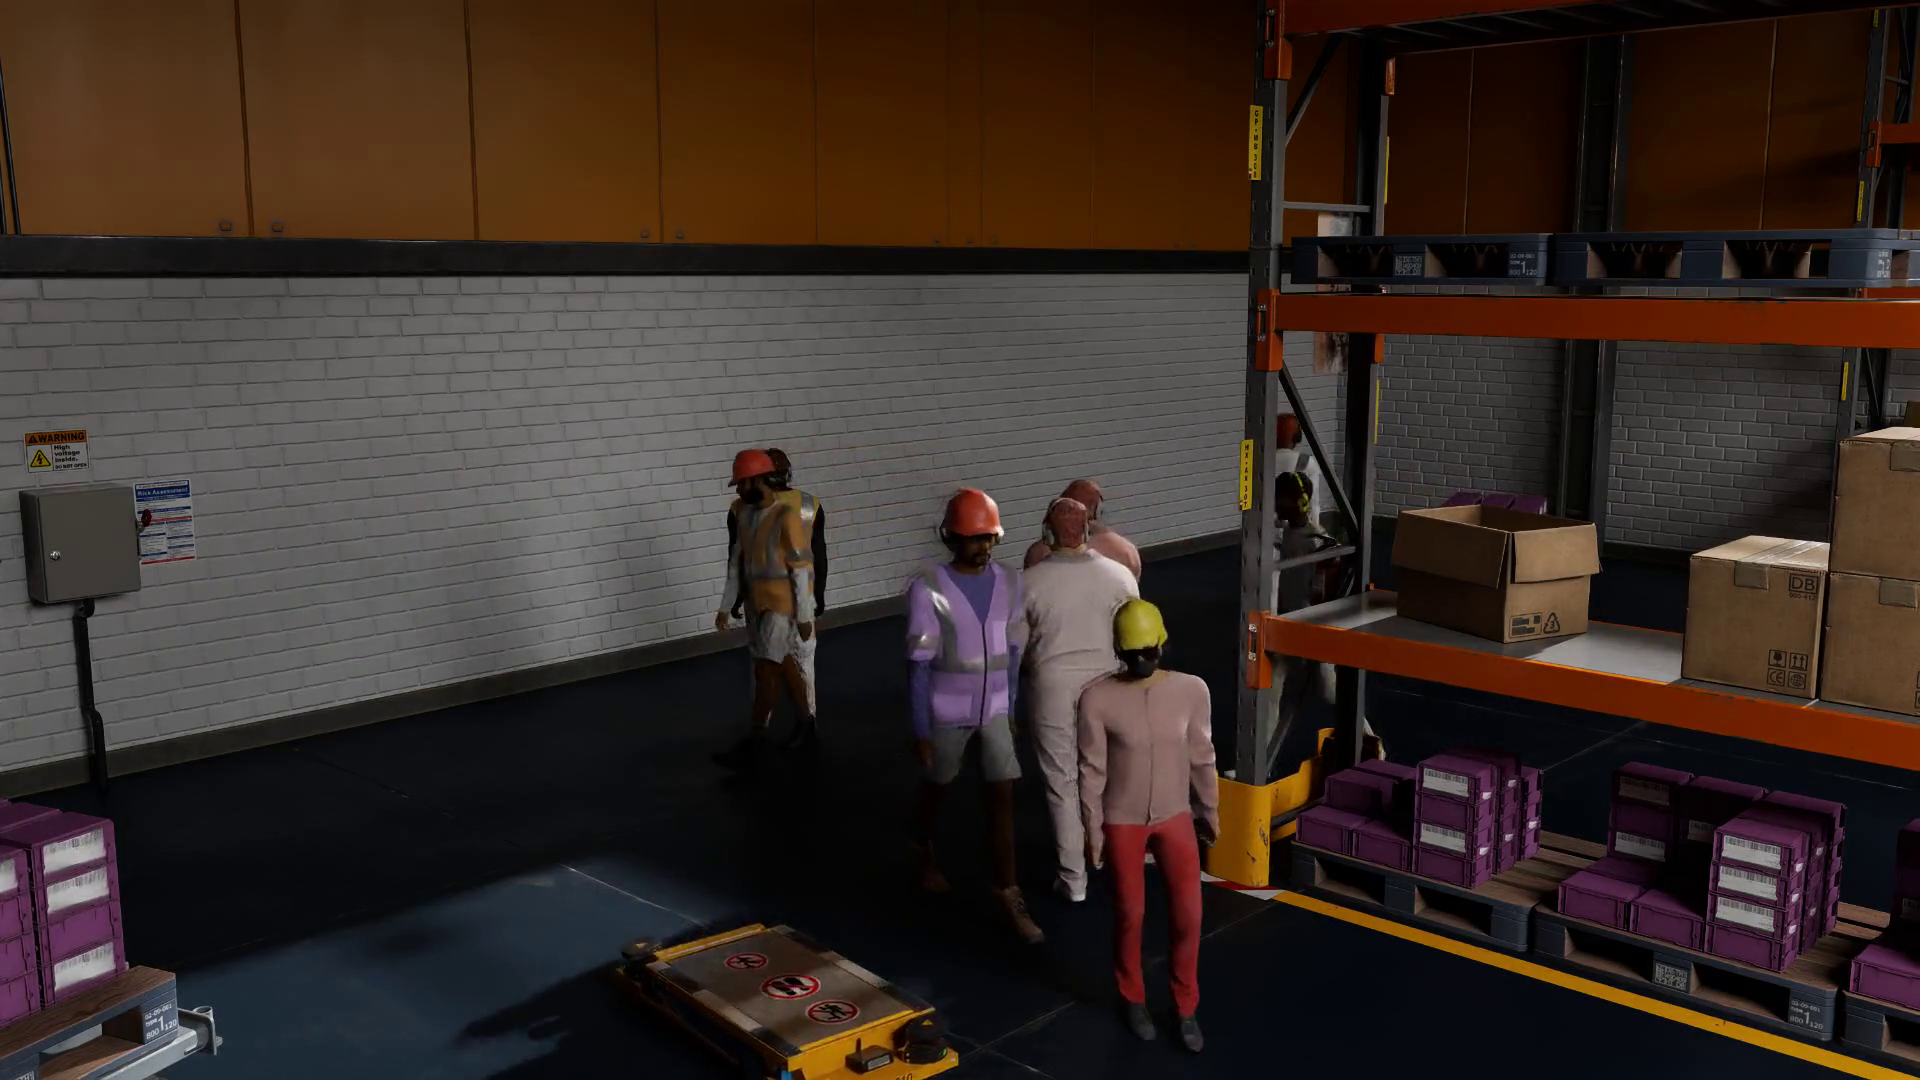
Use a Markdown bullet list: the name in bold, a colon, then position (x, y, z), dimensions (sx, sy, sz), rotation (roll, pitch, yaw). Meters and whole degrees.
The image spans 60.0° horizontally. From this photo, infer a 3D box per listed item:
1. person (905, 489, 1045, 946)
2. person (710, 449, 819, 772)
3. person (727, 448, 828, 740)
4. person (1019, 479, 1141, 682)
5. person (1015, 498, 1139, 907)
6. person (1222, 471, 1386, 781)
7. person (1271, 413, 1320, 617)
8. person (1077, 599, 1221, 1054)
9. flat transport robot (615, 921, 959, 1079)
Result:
- **person**: position (0.021, 0.749, 7.499), dimensions (0.631, 1.989, 1.071), rotation (-5, 11, -28)
- **person**: position (-1.198, 0.408, 9.909), dimensions (0.949, 1.875, 0.555), rotation (-7, 12, -38)
- **person**: position (-1.143, 0.341, 10.447), dimensions (0.621, 1.839, 0.429), rotation (-2, 9, -10)
- **person**: position (0.632, 0.602, 8.842), dimensions (0.637, 1.855, 1.027), rotation (-2, 10, -15)
- **person**: position (0.479, 0.730, 7.918), dimensions (0.668, 1.872, 0.875), rotation (-2, 10, -15)
- **person**: position (2.037, 0.497, 9.577), dimensions (0.964, 1.823, 0.506), rotation (-3, 10, -17)
- **person**: position (2.496, -0.040, 12.681), dimensions (0.613, 1.865, 0.603), rotation (6, 11, 33)
- **person**: position (0.728, 1.075, 6.242), dimensions (0.583, 1.734, 0.544), rotation (-1, 9, -8)
- **flat transport robot**: position (-0.704, 1.782, 6.401), dimensions (0.652, 0.197, 1.431), rotation (-7, 12, -38)
